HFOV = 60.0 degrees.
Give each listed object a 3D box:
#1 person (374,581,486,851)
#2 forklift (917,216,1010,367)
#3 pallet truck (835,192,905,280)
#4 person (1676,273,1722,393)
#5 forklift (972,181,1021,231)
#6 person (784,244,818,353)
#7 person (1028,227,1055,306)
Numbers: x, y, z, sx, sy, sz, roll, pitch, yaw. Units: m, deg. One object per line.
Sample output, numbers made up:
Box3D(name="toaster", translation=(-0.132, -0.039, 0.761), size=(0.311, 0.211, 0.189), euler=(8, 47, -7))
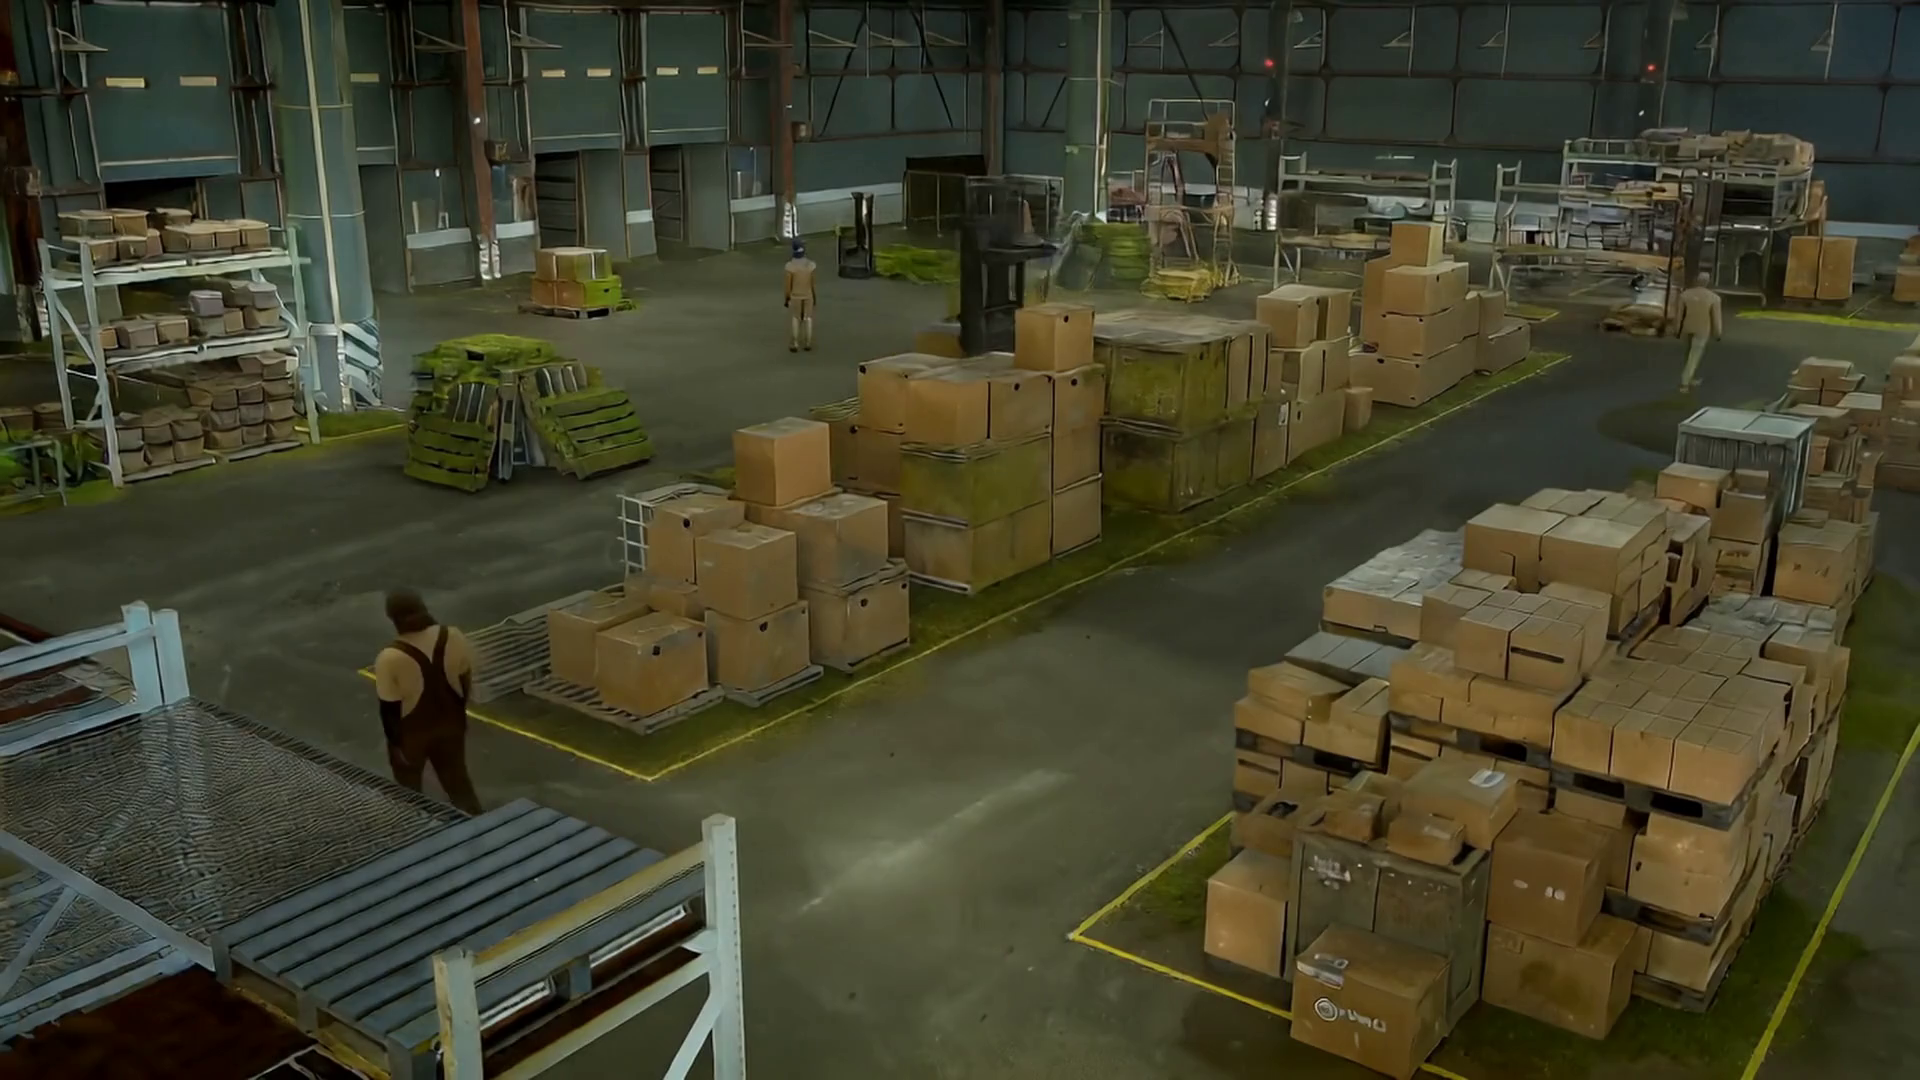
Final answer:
Box3D(name="person", translation=(-3.543, 1.233, 11.122), size=(0.683, 2.000, 0.804), euler=(-16, 23, -42))
Box3D(name="forklift", translation=(0.347, -3.514, 25.409), size=(1.873, 2.768, 1.129), euler=(12, 21, 35))
Box3D(name="pallet truck", translation=(-1.936, -7.159, 38.982), size=(1.885, 1.965, 0.823), euler=(-12, 21, -34))
Box3D(name="person", translation=(11.697, -3.294, 26.395), size=(1.045, 1.887, 0.627), euler=(-16, 23, -42))
Box3D(name="forklift", translation=(0.691, -5.441, 31.791), size=(1.129, 2.768, 1.873), euler=(0, 17, 0))
Box3D(name="person", translation=(-2.832, -4.310, 29.677), size=(0.634, 1.929, 0.381), euler=(-9, 19, -27))
Box3D(name="person", translation=(1.698, -5.706, 34.740), size=(0.548, 1.646, 0.855), euler=(0, 17, -1))
